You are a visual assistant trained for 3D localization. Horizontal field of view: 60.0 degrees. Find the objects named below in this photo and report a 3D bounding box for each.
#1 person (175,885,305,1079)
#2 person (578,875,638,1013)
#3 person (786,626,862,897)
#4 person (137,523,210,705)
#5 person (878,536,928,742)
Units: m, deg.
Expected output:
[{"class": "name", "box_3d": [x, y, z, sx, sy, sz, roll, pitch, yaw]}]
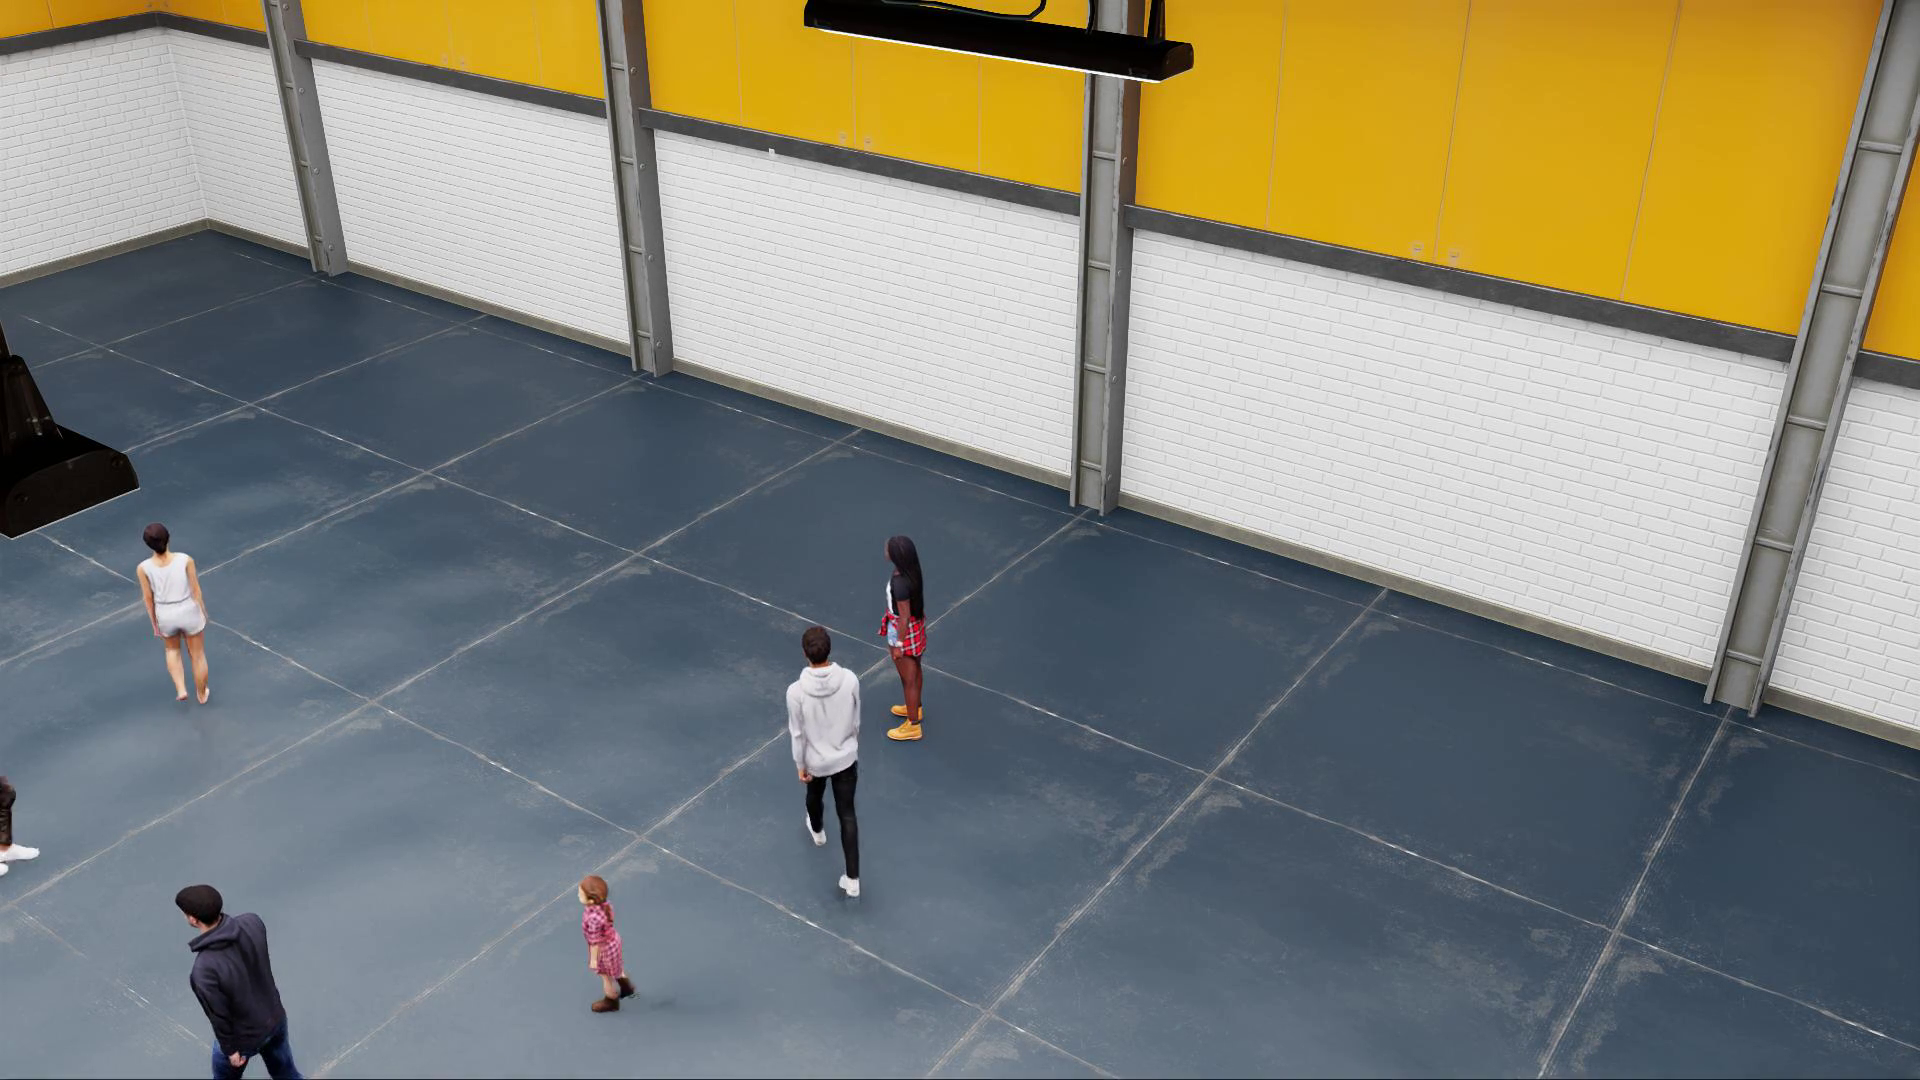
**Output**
[{"class": "person", "box_3d": [-3.755, 2.656, 8.991, 1.057, 1.855, 0.818, 11, 30, 19]}, {"class": "person", "box_3d": [-2.141, 2.481, 10.185, 0.600, 1.018, 0.538, -1, 29, -2]}, {"class": "person", "box_3d": [-0.841, 1.496, 11.085, 1.192, 1.885, 1.321, -8, 30, -14]}, {"class": "person", "box_3d": [-6.098, 0.624, 12.981, 0.678, 1.601, 0.729, -10, 30, -17]}, {"class": "person", "box_3d": [-0.402, 0.724, 12.668, 0.734, 1.726, 0.714, 4, 29, 8]}]
